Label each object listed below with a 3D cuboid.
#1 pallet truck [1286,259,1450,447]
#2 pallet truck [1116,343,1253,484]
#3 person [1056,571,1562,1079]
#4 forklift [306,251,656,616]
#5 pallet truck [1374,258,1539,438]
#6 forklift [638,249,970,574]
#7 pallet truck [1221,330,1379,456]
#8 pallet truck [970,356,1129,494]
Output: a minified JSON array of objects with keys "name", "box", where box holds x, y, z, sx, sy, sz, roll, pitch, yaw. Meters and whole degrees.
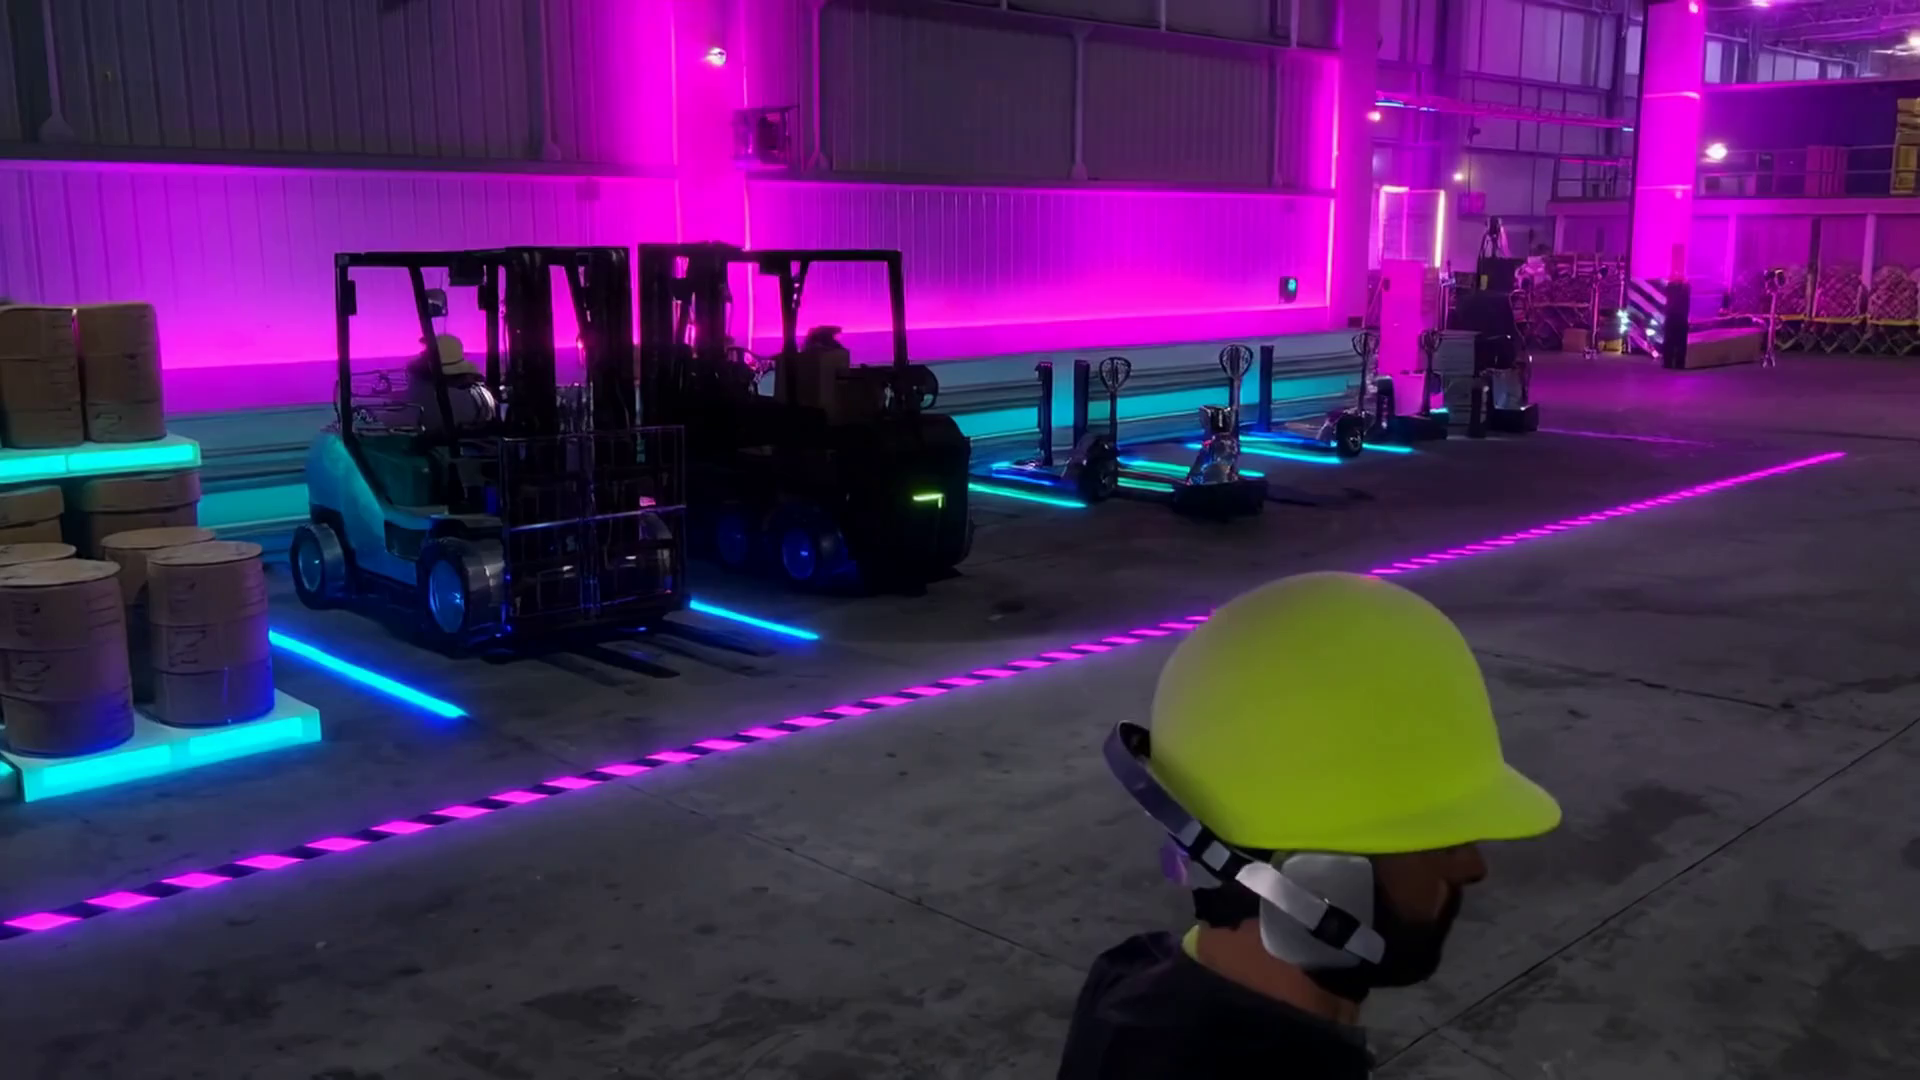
[{"name":"pallet truck","box":[4.493,-2.078,18.196,0.823,1.965,1.885,-9,14,-40]},{"name":"pallet truck","box":[1.962,-1.215,15.415,1.522,1.261,0.704,10,14,43]},{"name":"person","box":[0.245,1.005,1.390,0.395,1.993,0.614,-1,10,-8]},{"name":"forklift","box":[-2.833,-0.669,9.694,1.157,1.987,2.680,-10,14,-44]},{"name":"pallet truck","box":[5.704,-2.208,18.901,1.885,1.965,0.823,10,14,43]},{"name":"forklift","box":[-1.173,-0.958,11.239,2.680,1.987,1.157,10,14,43]},{"name":"pallet truck","box":[3.563,-1.581,17.381,0.653,1.274,1.630,-10,14,-44]},{"name":"pallet truck","box":[0.784,-1.085,14.876,0.680,1.201,1.601,-10,14,-44]}]
